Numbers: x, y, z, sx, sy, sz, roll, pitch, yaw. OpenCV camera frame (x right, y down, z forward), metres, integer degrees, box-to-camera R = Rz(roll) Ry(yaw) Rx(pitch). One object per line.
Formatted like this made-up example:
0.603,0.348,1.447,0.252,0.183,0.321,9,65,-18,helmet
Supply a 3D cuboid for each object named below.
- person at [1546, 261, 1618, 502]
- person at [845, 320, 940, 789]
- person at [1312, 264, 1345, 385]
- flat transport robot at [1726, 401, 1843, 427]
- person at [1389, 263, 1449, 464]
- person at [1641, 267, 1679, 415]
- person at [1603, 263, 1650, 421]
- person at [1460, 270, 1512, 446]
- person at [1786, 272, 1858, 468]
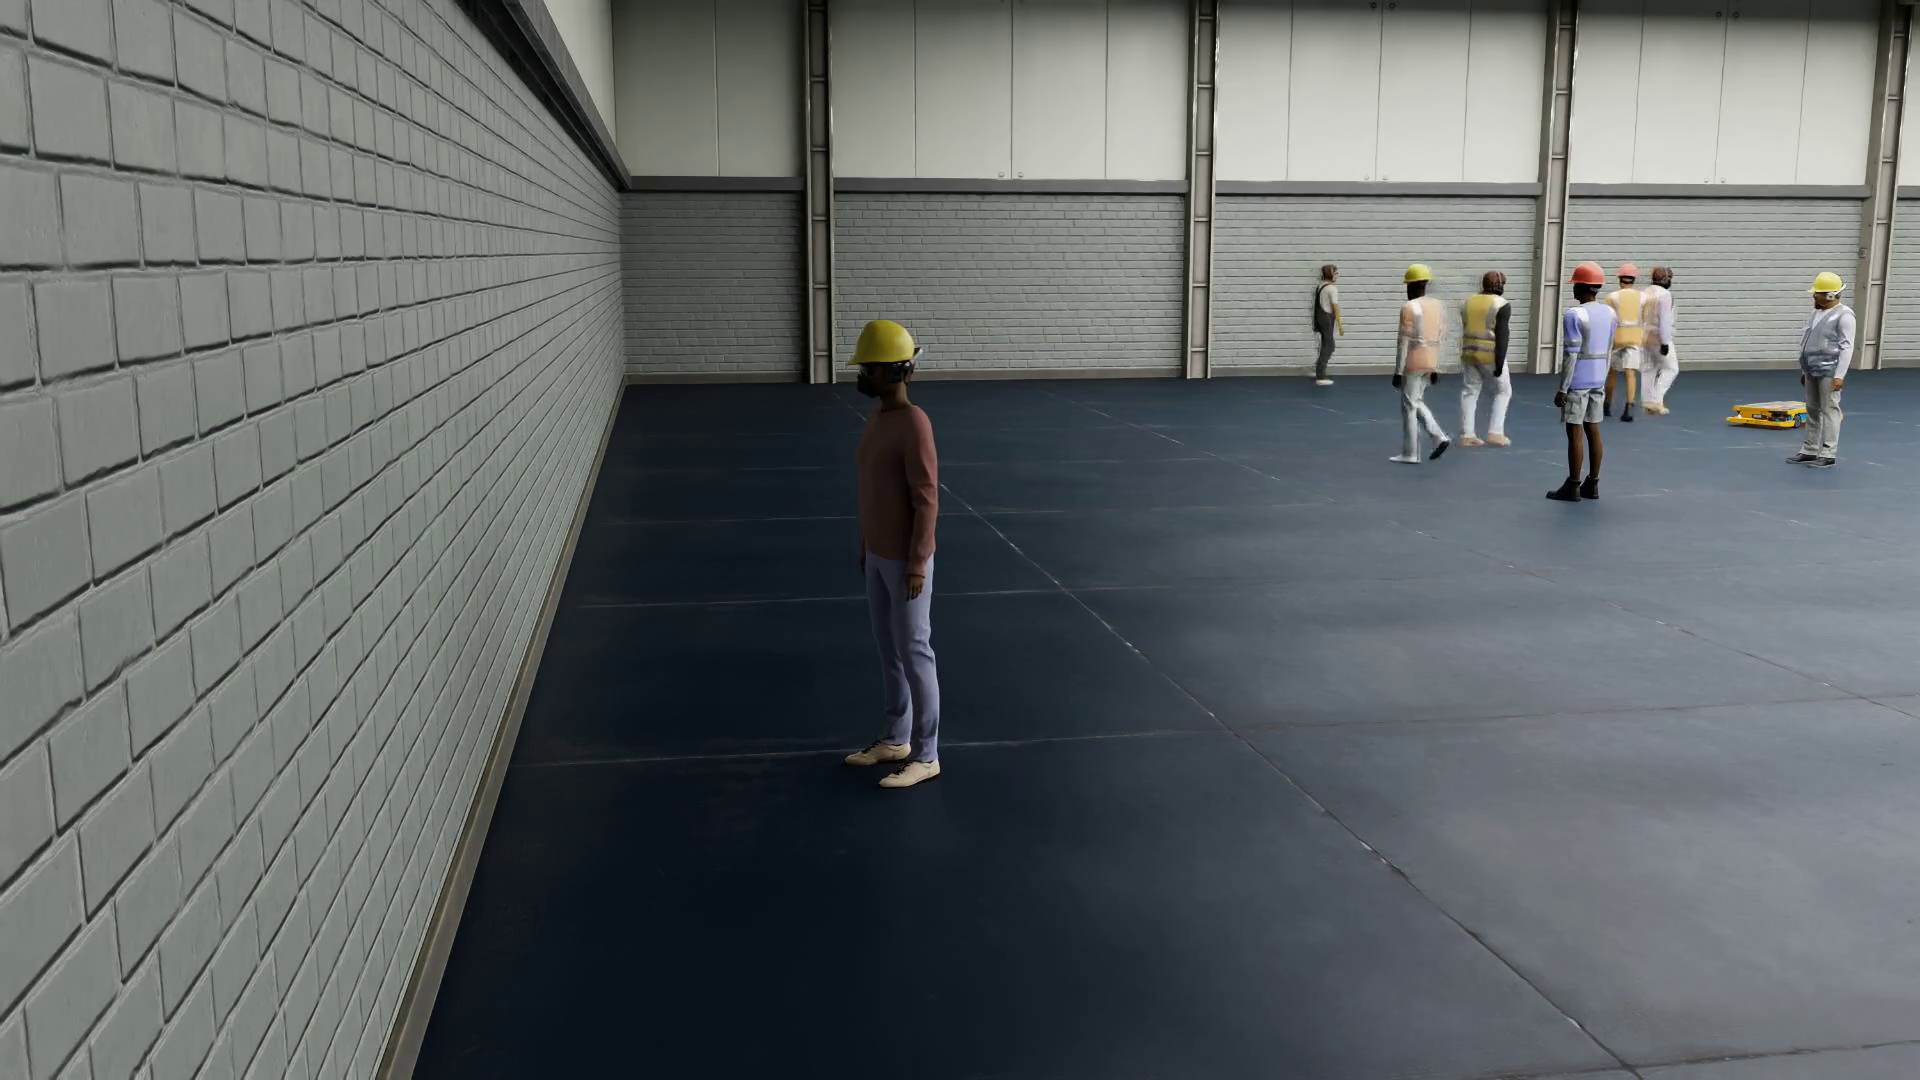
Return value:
5.046,-1.280,13.497,0.545,1.943,0.347,-6,12,-31,person
-0.267,0.056,6.314,0.323,1.767,0.533,-5,11,-25,person
5.564,-3.245,25.135,0.424,1.825,0.515,-2,10,-12,person
9.666,-1.483,19.473,1.431,0.197,0.652,-7,12,-36,flat transport robot
4.350,-1.660,15.784,0.585,1.912,0.465,-9,13,-41,person
8.615,-2.448,20.527,0.474,1.831,0.661,-1,10,-5,person
8.013,-2.389,20.058,0.548,1.886,1.026,2,10,11,person
5.488,-1.873,17.273,0.605,1.823,0.648,-6,12,-32,person
8.086,-1.586,15.596,0.404,1.825,0.587,-1,10,-5,person
